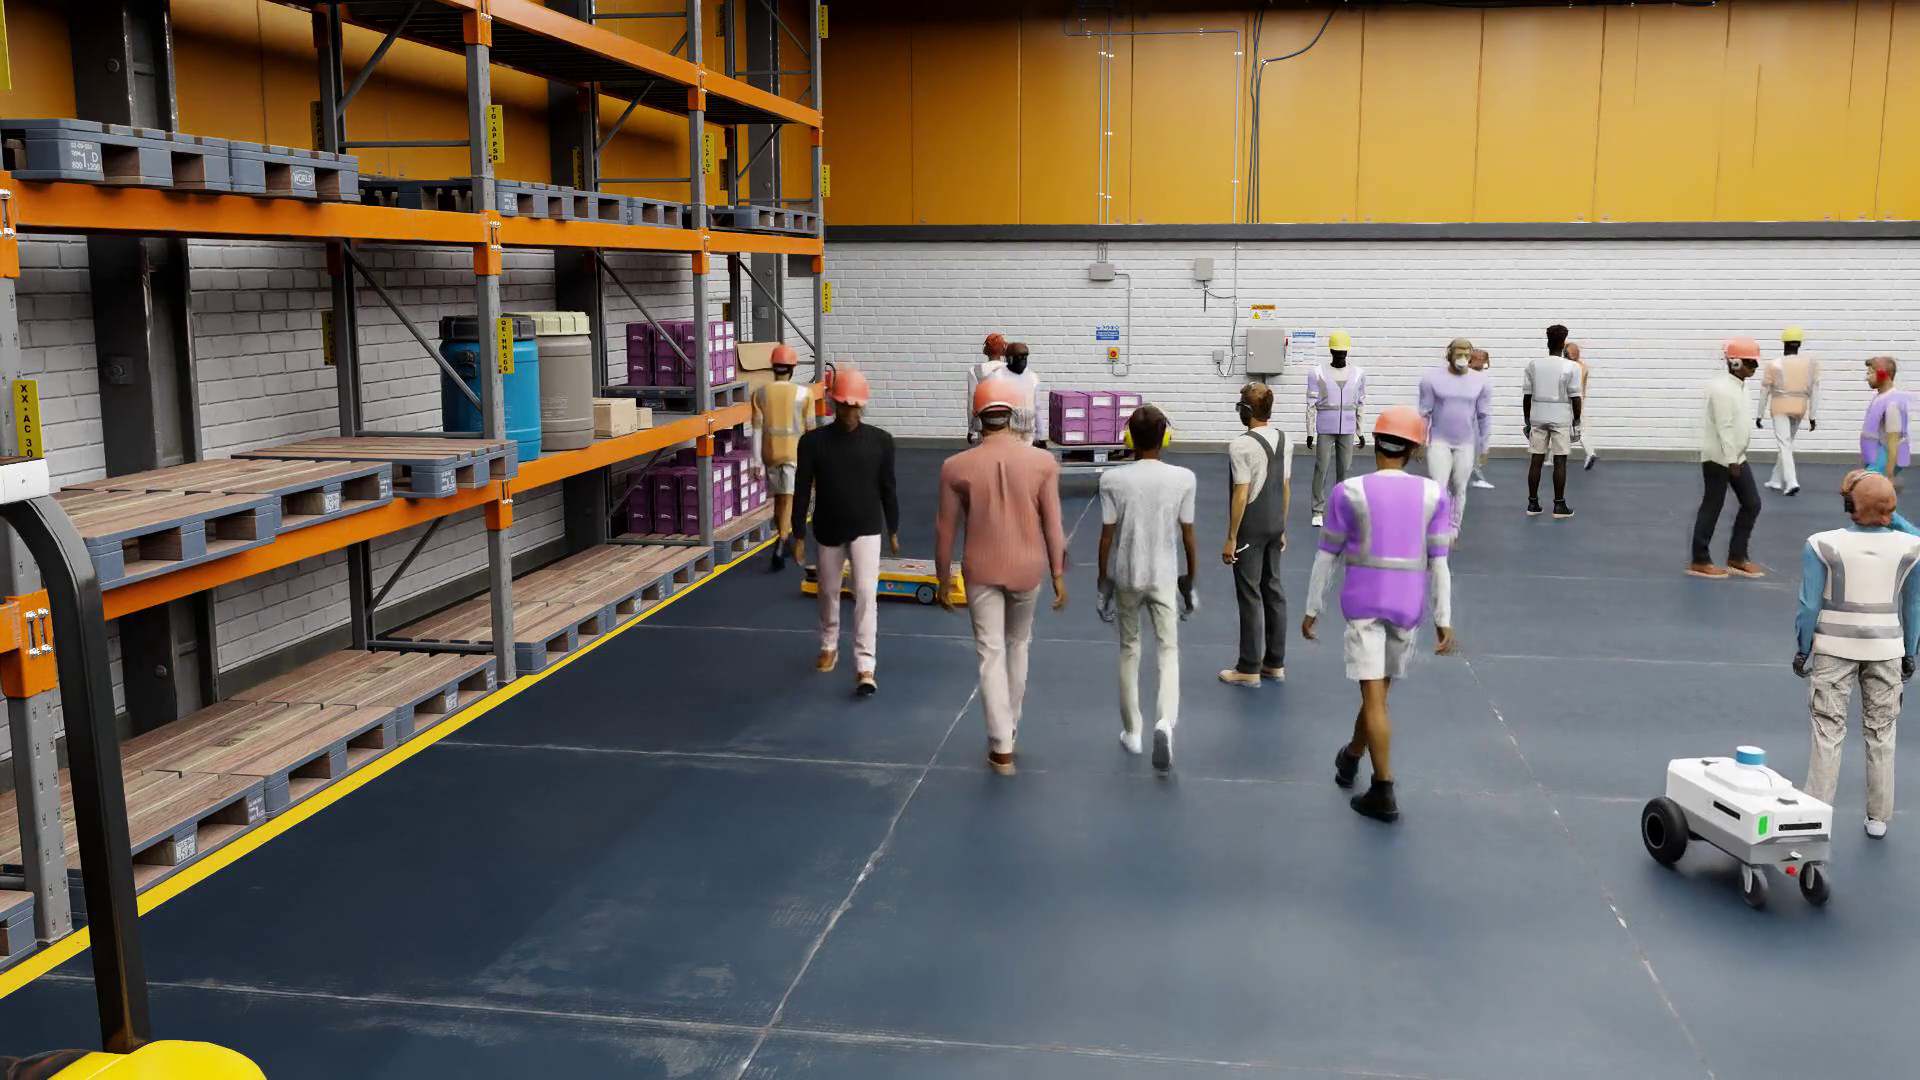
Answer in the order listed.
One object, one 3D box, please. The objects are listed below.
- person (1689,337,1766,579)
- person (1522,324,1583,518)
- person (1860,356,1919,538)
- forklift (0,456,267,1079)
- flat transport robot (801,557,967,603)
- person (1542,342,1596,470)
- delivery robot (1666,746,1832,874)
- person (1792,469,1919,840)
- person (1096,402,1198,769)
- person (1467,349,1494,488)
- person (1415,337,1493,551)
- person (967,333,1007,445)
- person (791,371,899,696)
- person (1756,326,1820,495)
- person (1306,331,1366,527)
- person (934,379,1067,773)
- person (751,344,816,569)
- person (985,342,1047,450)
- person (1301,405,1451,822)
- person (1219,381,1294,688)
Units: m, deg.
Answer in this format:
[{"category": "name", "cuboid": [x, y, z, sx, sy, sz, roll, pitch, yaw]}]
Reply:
[{"category": "person", "cuboid": [6.282, -0.642, 13.439, 0.614, 1.970, 0.684, -9, 13, -43]}, {"category": "person", "cuboid": [6.035, -1.212, 16.944, 0.613, 1.965, 0.361, 8, 12, 42]}, {"category": "person", "cuboid": [7.615, -0.601, 13.644, 0.729, 1.816, 0.565, 3, 10, 20]}, {"category": "forklift", "cuboid": [-2.328, 0.975, 2.765, 2.313, 2.155, 1.214, 1, 9, 9]}, {"category": "flat transport robot", "cuboid": [-0.446, 0.296, 12.864, 1.431, 0.197, 0.652, 3, 10, 20]}, {"category": "person", "cuboid": [7.738, -1.696, 21.010, 0.512, 1.609, 0.760, -3, 10, -15]}, {"category": "delivery robot", "cuboid": [3.220, 1.089, 6.811, 0.477, 0.478, 0.707, -1, 9, -8]}, {"category": "person", "cuboid": [3.953, 0.508, 7.332, 0.518, 1.645, 0.307, 2, 9, 12]}, {"category": "person", "cuboid": [0.947, 0.231, 8.426, 0.528, 1.846, 0.757, 1, 9, 5]}, {"category": "person", "cuboid": [5.918, -1.425, 19.347, 0.663, 1.616, 0.497, 7, 12, 37]}, {"category": "person", "cuboid": [4.391, -0.836, 14.780, 0.652, 1.915, 0.549, 1, 9, 9]}, {"category": "person", "cuboid": [0.349, -1.126, 16.680, 0.575, 1.881, 0.356, -2, 9, -10]}, {"category": "person", "cuboid": [-0.691, -0.063, 10.031, 0.643, 1.923, 1.142, -1, 9, -3]}, {"category": "person", "cuboid": [9.328, -1.456, 18.719, 0.600, 1.888, 0.964, 0, 9, 2]}, {"category": "person", "cuboid": [3.687, -1.085, 16.293, 0.595, 1.923, 0.374, -1, 9, -5]}, {"category": "person", "cuboid": [0.187, 0.161, 8.529, 0.652, 1.949, 0.854, -1, 9, -9]}, {"category": "person", "cuboid": [-1.508, -0.715, 14.145, 0.541, 1.899, 0.971, 1, 9, 6]}, {"category": "person", "cuboid": [0.558, -1.000, 16.075, 0.653, 1.821, 0.564, -6, 11, -34]}, {"category": "person", "cuboid": [1.940, 0.311, 7.823, 0.630, 1.870, 0.910, 0, 9, -3]}, {"category": "person", "cuboid": [1.790, -0.033, 10.054, 0.508, 1.844, 0.332, -7, 12, -38]}]
